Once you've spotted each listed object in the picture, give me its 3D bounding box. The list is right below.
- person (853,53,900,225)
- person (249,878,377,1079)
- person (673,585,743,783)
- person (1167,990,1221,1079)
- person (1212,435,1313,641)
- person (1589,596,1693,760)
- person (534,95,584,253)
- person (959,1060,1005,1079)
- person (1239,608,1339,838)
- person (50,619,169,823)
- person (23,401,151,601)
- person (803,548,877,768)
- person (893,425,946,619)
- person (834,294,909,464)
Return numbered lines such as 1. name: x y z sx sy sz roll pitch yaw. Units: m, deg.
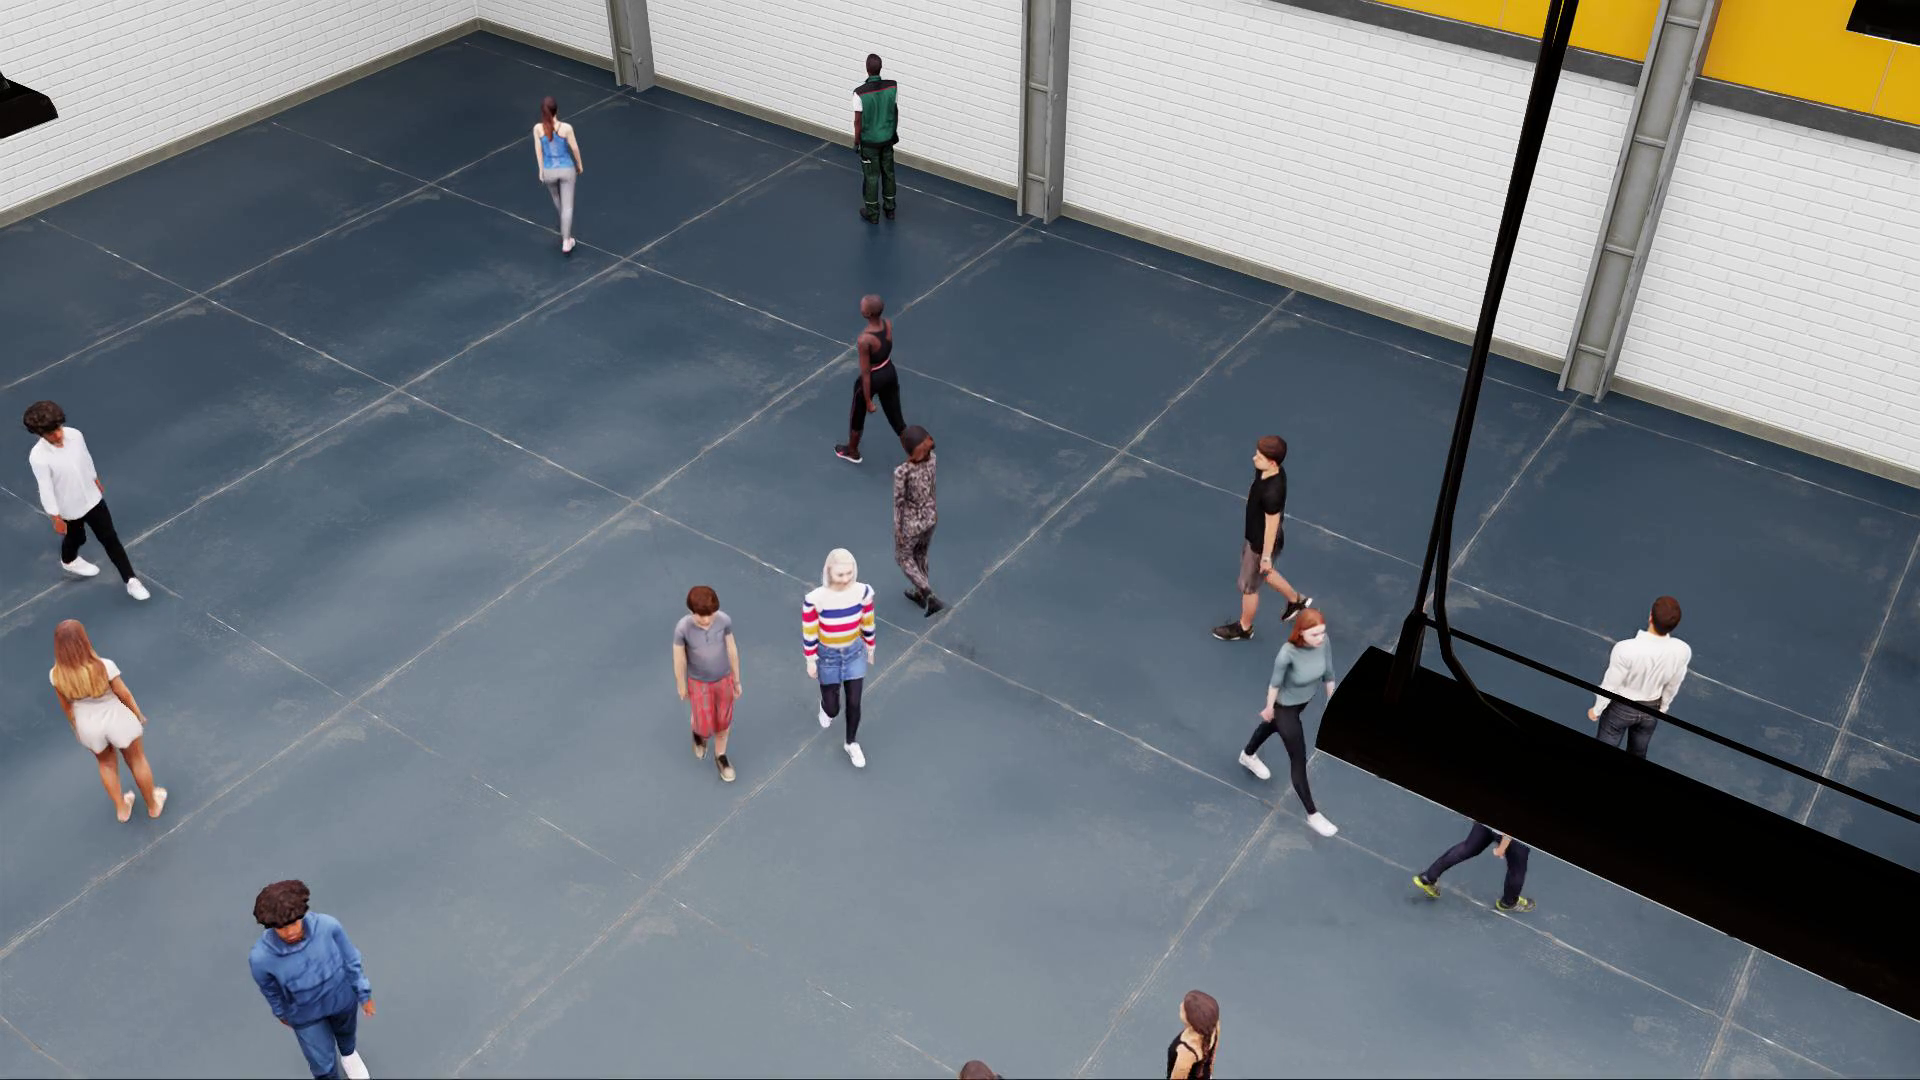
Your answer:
1. person: -0.876 -4.216 17.466 0.776 1.839 0.758 -20 43 -23
2. person: -3.548 2.453 9.160 0.865 1.783 1.049 -26 45 -28
3. person: -1.701 0.891 11.231 0.755 1.640 0.841 -13 40 -16
4. person: 1.246 2.942 8.748 1.005 1.534 0.537 25 45 28
5. person: 2.299 -0.006 12.189 1.095 1.846 0.957 2 39 3
6. person: 4.360 1.106 10.777 0.690 1.871 0.788 -1 39 -2
7. person: -4.123 -3.723 17.065 1.036 1.570 1.004 -1 39 -1
8. person: 0.086 3.148 8.380 0.538 1.671 0.602 22 43 25
9. person: 2.142 1.062 10.986 0.857 1.678 1.242 -24 45 -27
10. person: -5.527 1.203 10.800 0.682 1.690 0.739 -6 39 -8
11. person: -6.794 -0.330 12.667 1.171 1.757 0.775 15 41 18
12. person: -0.833 0.747 11.287 0.898 1.795 0.978 -12 40 -15
13. person: -0.272 -0.096 12.415 0.699 1.704 0.859 -26 45 -29
14. person: -0.610 -1.261 13.859 1.165 1.723 0.685 29 47 31
